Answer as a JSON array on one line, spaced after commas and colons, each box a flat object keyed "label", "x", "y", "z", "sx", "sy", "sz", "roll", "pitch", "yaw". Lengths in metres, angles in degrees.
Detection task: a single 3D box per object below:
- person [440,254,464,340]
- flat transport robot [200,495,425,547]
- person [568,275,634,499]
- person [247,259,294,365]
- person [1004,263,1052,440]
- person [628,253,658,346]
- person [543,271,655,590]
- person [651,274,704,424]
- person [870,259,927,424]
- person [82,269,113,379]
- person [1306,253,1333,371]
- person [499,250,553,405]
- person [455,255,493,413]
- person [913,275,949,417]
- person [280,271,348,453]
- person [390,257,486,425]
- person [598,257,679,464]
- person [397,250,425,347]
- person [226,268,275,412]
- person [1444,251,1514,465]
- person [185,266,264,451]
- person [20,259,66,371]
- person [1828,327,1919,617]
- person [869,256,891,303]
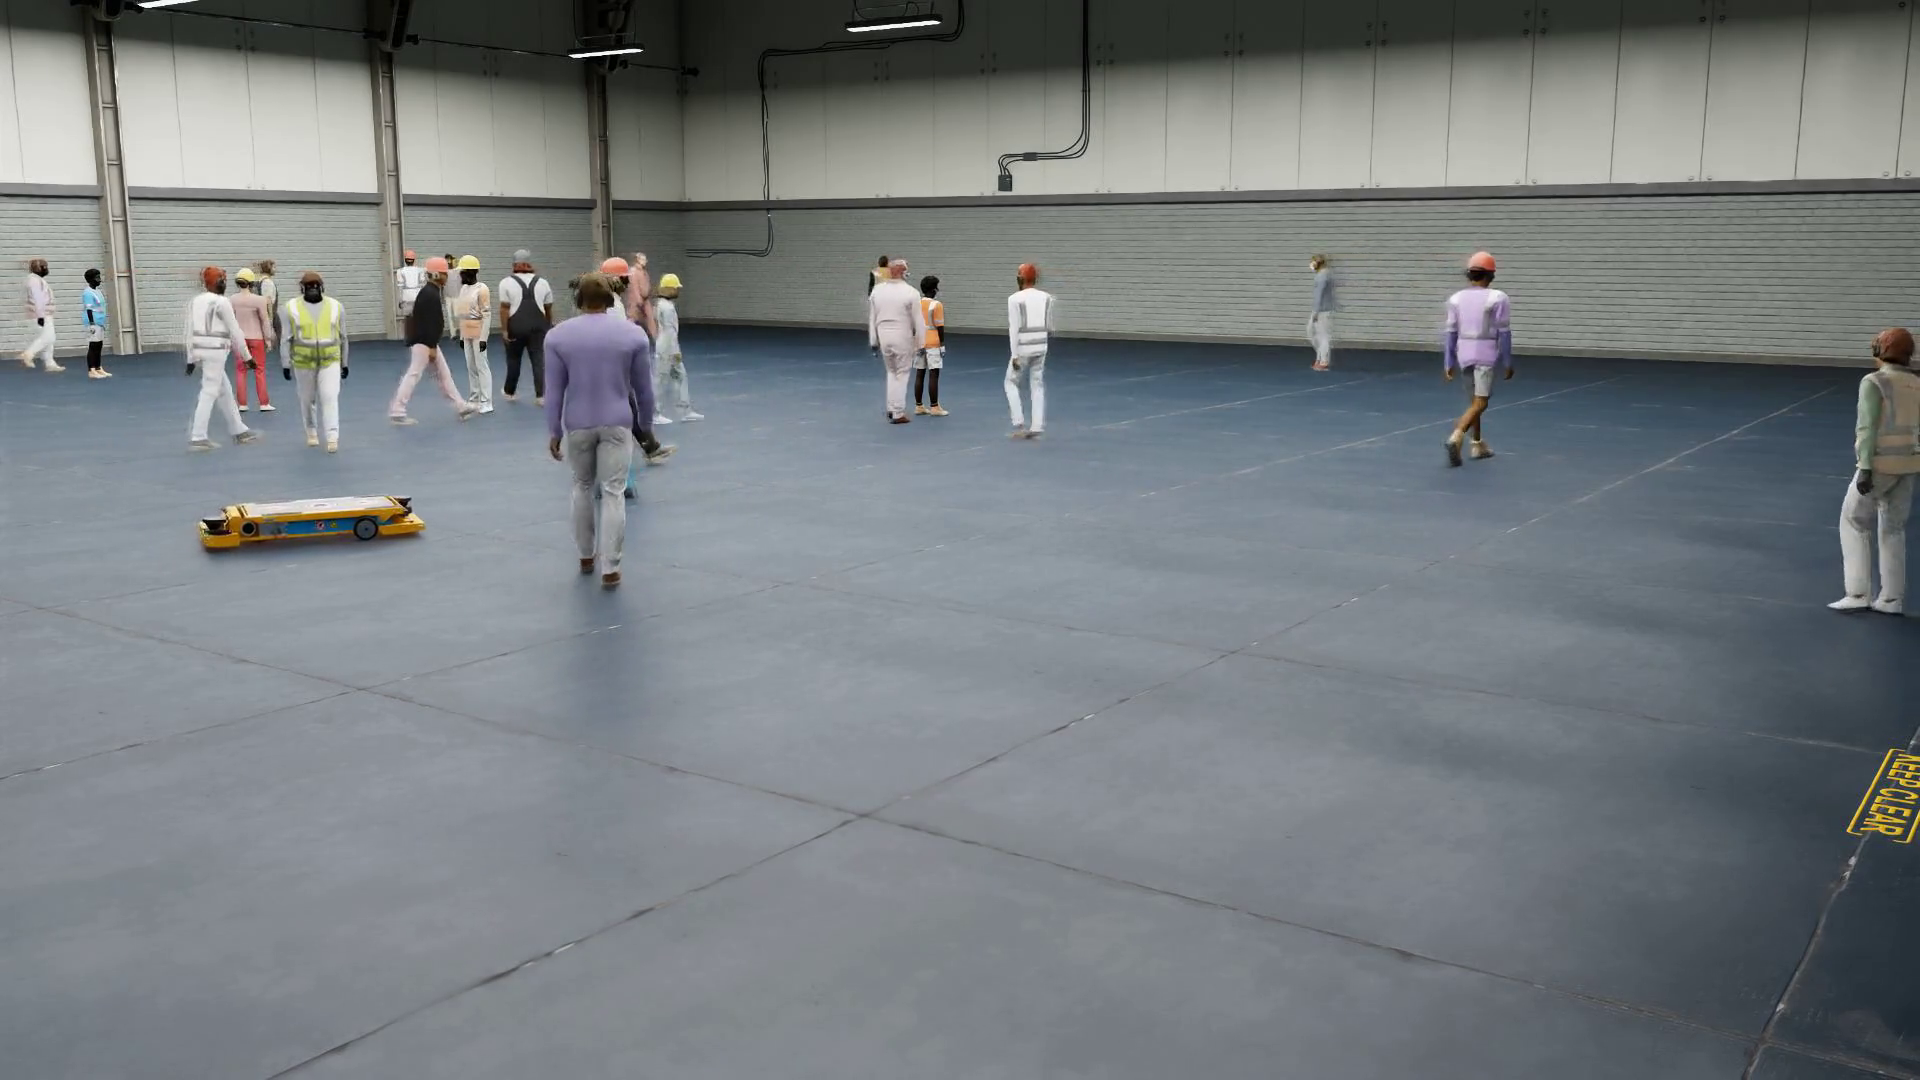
[{"label": "person", "x": -10.880, "y": -5.199, "z": 35.642, "sx": 0.506, "sy": 1.859, "sz": 0.405, "roll": 2, "pitch": 10, "yaw": 10}, {"label": "flat transport robot", "x": -4.586, "y": -0.148, "z": 11.774, "sx": 1.431, "sy": 0.197, "sz": 0.652, "roll": -5, "pitch": 11, "yaw": -26}, {"label": "person", "x": -2.949, "y": -1.217, "z": 13.419, "sx": 0.633, "sy": 1.808, "sz": 0.623, "roll": -3, "pitch": 10, "yaw": -15}, {"label": "person", "x": -11.743, "y": -3.841, "z": 28.157, "sx": 0.512, "sy": 1.816, "sz": 0.911, "roll": 9, "pitch": 14, "yaw": 43}, {"label": "person", "x": 0.703, "y": -1.989, "z": 17.607, "sx": 0.556, "sy": 1.865, "sz": 0.549, "roll": -6, "pitch": 12, "yaw": -30}, {"label": "person", "x": -6.336, "y": -4.808, "z": 33.402, "sx": 0.949, "sy": 1.865, "sz": 0.642, "roll": 4, "pitch": 11, "yaw": 20}, {"label": "person", "x": -2.202, "y": -0.688, "z": 10.243, "sx": 0.642, "sy": 1.898, "sz": 0.955, "roll": -1, "pitch": 10, "yaw": -7}, {"label": "person", "x": -3.262, "y": -2.195, "z": 19.170, "sx": 0.756, "sy": 1.712, "sz": 0.515, "roll": -2, "pitch": 10, "yaw": -12}, {"label": "person", "x": -0.675, "y": -2.294, "z": 19.269, "sx": 0.669, "sy": 1.885, "sz": 0.591, "roll": 5, "pitch": 12, "yaw": 28}, {"label": "person", "x": -13.313, "y": -3.326, "z": 25.604, "sx": 0.321, "sy": 1.689, "sz": 0.530, "roll": -2, "pitch": 10, "yaw": -11}, {"label": "person", "x": 5.872, "y": -3.714, "z": 27.156, "sx": 0.490, "sy": 1.921, "sz": 0.629, "roll": 2, "pitch": 10, "yaw": 11}, {"label": "person", "x": -5.654, "y": -2.781, "z": 21.566, "sx": 0.711, "sy": 2.000, "sz": 1.005, "roll": -6, "pitch": 12, "yaw": -31}, {"label": "person", "x": -5.971, "y": -2.519, "z": 20.417, "sx": 0.587, "sy": 1.927, "sz": 0.368, "roll": 10, "pitch": 14, "yaw": 43}, {"label": "person", "x": -0.372, "y": -2.327, "z": 19.993, "sx": 0.533, "sy": 1.695, "sz": 0.319, "roll": 10, "pitch": 14, "yaw": 44}, {"label": "person", "x": -6.505, "y": -1.806, "z": 16.779, "sx": 0.639, "sy": 1.810, "sz": 0.921, "roll": -5, "pitch": 11, "yaw": -24}, {"label": "person", "x": -6.073, "y": -2.279, "z": 19.130, "sx": 1.094, "sy": 1.910, "sz": 0.636, "roll": -4, "pitch": 11, "yaw": -19}, {"label": "person", "x": -3.109, "y": -1.616, "z": 15.315, "sx": 1.030, "sy": 1.934, "sz": 0.642, "roll": -5, "pitch": 11, "yaw": -24}, {"label": "person", "x": -11.004, "y": -4.840, "z": 33.388, "sx": 0.545, "sy": 1.939, "sz": 0.374, "roll": -5, "pitch": 11, "yaw": -26}, {"label": "person", "x": -8.782, "y": -2.462, "z": 20.552, "sx": 0.532, "sy": 1.767, "sz": 0.328, "roll": -1, "pitch": 10, "yaw": -5}, {"label": "person", "x": 4.861, "y": -1.720, "z": 15.734, "sx": 0.952, "sy": 2.012, "sz": 0.610, "roll": -8, "pitch": 13, "yaw": -39}, {"label": "person", "x": -7.499, "y": -1.854, "z": 16.939, "sx": 0.585, "sy": 1.836, "sz": 0.953, "roll": 8, "pitch": 13, "yaw": 37}, {"label": "person", "x": -14.866, "y": -3.622, "z": 26.869, "sx": 0.523, "sy": 1.828, "sz": 0.647, "roll": -4, "pitch": 11, "yaw": -21}, {"label": "person", "x": 5.192, "y": -0.382, "z": 9.322, "sx": 0.548, "sy": 1.605, "sz": 0.431, "roll": -5, "pitch": 11, "yaw": -25}, {"label": "person", "x": -1.722, "y": -5.461, "z": 37.276, "sx": 0.641, "sy": 1.798, "sz": 0.950, "roll": -3, "pitch": 10, "yaw": -15}]
